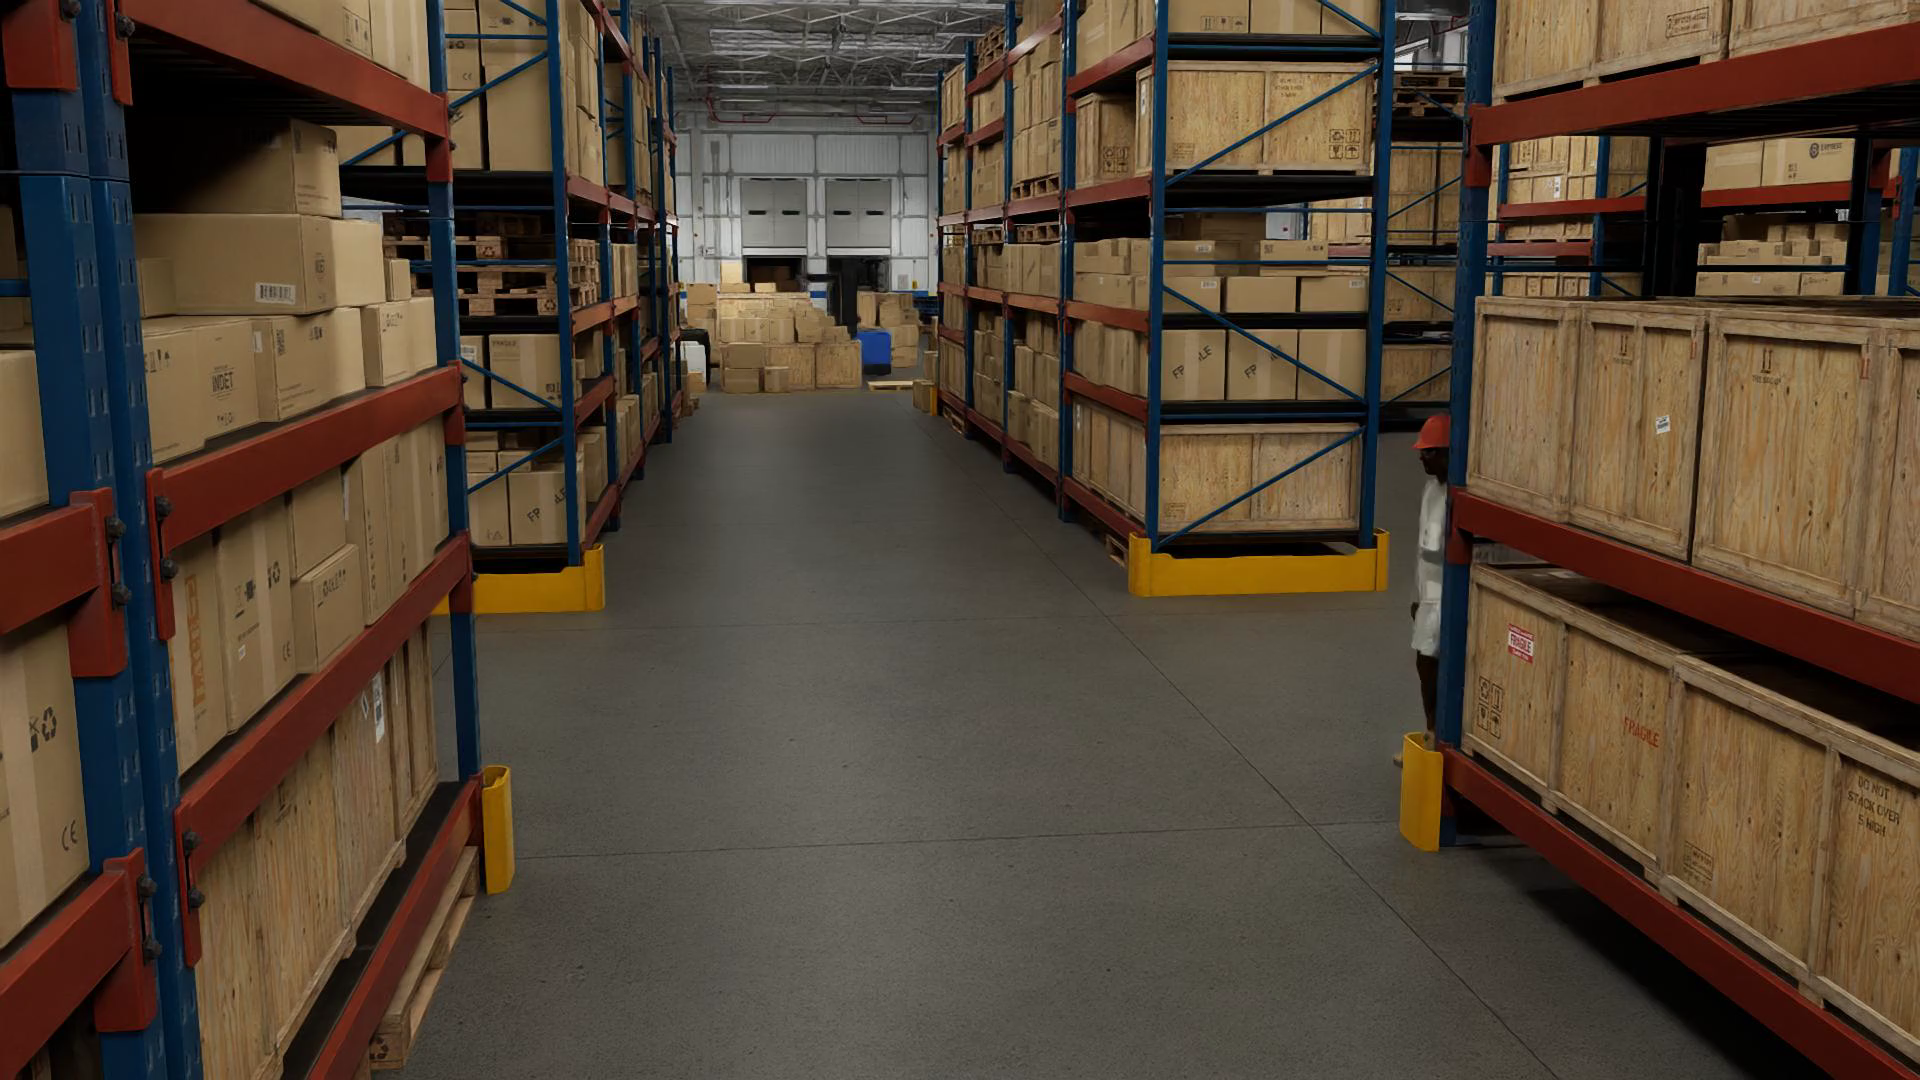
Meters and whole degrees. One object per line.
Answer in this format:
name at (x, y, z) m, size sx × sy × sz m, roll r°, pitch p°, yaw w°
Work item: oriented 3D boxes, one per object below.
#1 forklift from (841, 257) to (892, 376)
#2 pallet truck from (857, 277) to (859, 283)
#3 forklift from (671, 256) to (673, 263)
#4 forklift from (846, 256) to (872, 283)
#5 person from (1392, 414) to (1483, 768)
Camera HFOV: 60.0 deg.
forklift at (-2.600, -5.307, 39.463) m, size 1.873 × 2.768 × 1.129 m, roll -1°, pitch 10°, yaw -8°
pallet truck at (-3.782, -9.391, 65.808) m, size 1.885 × 1.965 × 0.823 m, roll 2°, pitch 10°, yaw 10°
forklift at (-10.887, -8.929, 60.548) m, size 1.129 × 2.768 × 1.873 m, roll -1°, pitch 10°, yaw -7°
forklift at (-3.422, -8.176, 56.164) m, size 1.129 × 2.768 × 1.873 m, roll -7°, pitch 12°, yaw -35°
person at (2.712, 0.307, 9.262) m, size 0.490 × 2.023 × 0.628 m, roll -1°, pitch 10°, yaw -9°
